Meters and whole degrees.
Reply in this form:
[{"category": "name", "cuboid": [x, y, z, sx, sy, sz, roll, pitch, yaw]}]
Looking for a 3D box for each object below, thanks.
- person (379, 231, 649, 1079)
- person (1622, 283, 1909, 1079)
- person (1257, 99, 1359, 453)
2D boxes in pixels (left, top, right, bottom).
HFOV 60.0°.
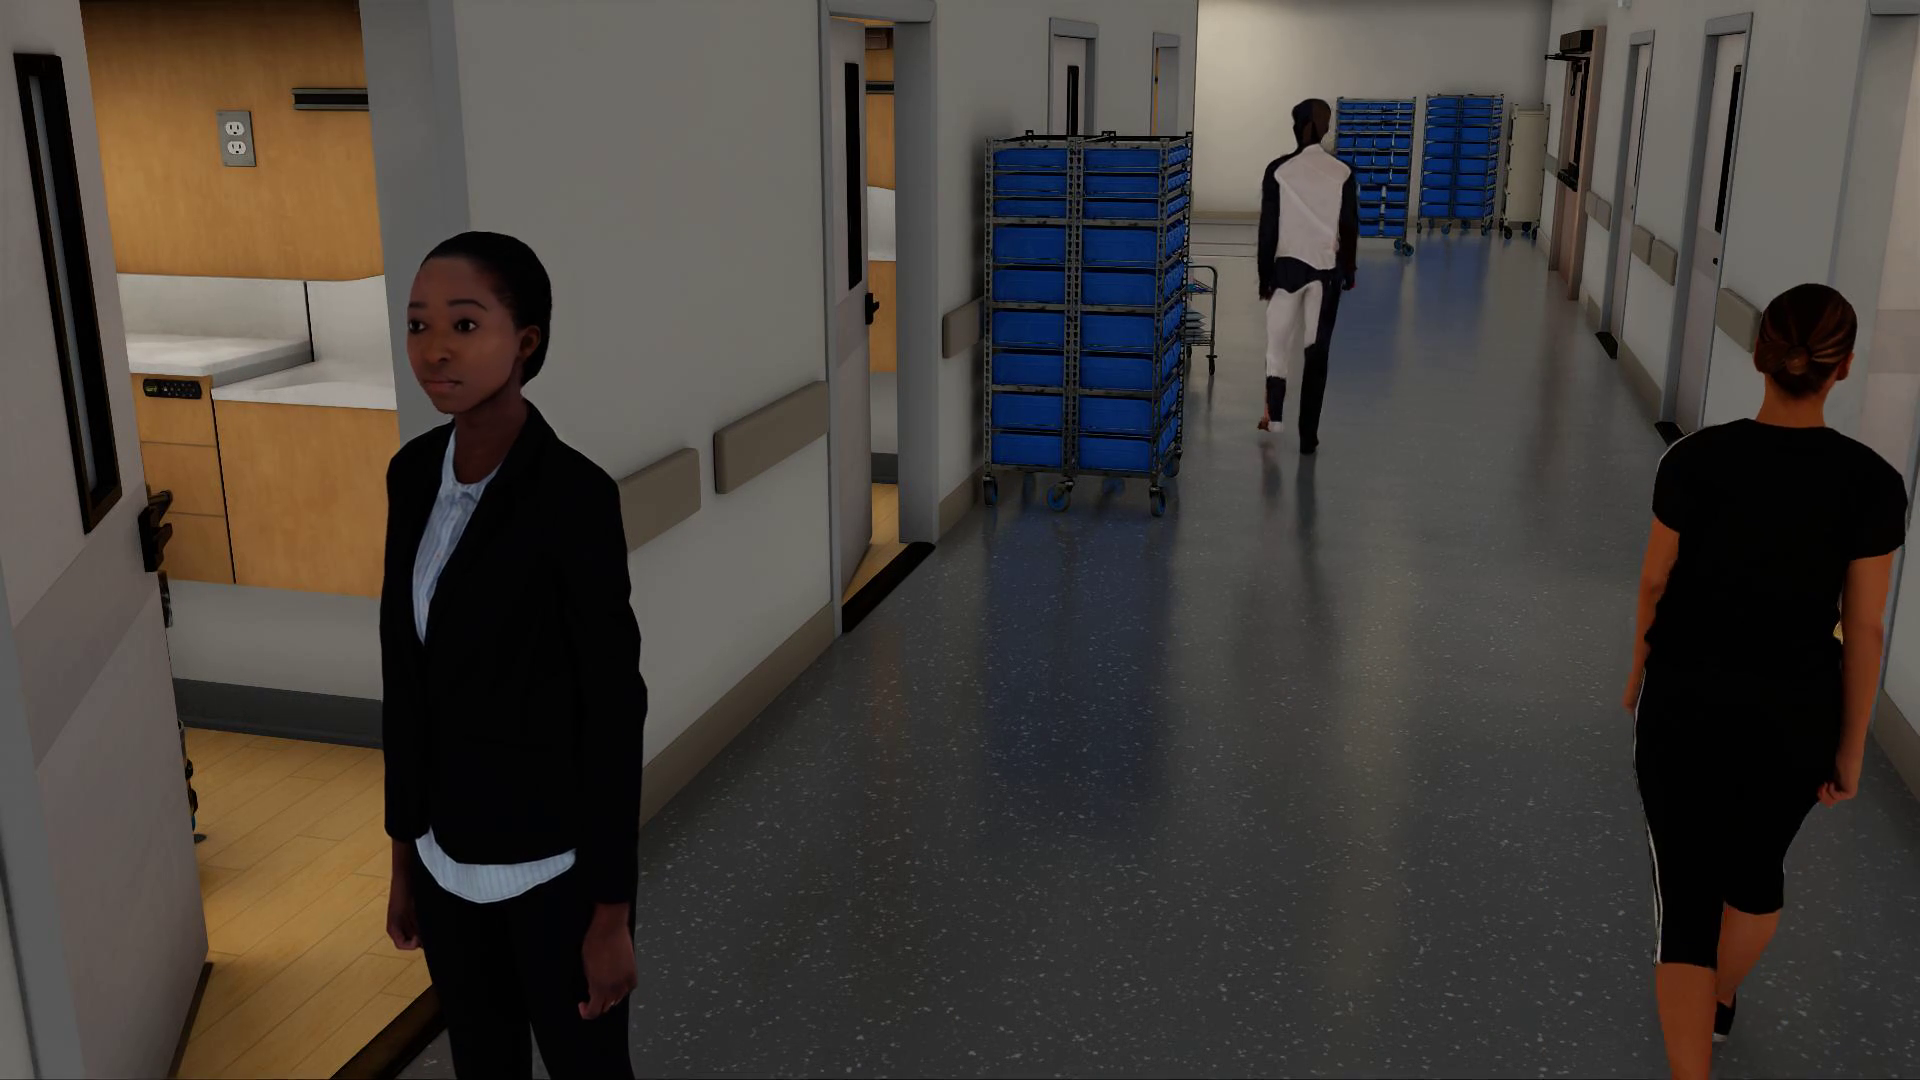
[{"category": "person", "cuboid": [-0.613, 0.492, 2.343, 0.667, 1.833, 0.622, 10, 19, 32]}, {"category": "person", "cuboid": [1.458, 0.378, 3.118, 0.593, 1.632, 1.077, 5, 16, 16]}, {"category": "person", "cuboid": [1.886, -1.407, 9.009, 0.742, 1.870, 0.853, 3, 16, 11]}]
